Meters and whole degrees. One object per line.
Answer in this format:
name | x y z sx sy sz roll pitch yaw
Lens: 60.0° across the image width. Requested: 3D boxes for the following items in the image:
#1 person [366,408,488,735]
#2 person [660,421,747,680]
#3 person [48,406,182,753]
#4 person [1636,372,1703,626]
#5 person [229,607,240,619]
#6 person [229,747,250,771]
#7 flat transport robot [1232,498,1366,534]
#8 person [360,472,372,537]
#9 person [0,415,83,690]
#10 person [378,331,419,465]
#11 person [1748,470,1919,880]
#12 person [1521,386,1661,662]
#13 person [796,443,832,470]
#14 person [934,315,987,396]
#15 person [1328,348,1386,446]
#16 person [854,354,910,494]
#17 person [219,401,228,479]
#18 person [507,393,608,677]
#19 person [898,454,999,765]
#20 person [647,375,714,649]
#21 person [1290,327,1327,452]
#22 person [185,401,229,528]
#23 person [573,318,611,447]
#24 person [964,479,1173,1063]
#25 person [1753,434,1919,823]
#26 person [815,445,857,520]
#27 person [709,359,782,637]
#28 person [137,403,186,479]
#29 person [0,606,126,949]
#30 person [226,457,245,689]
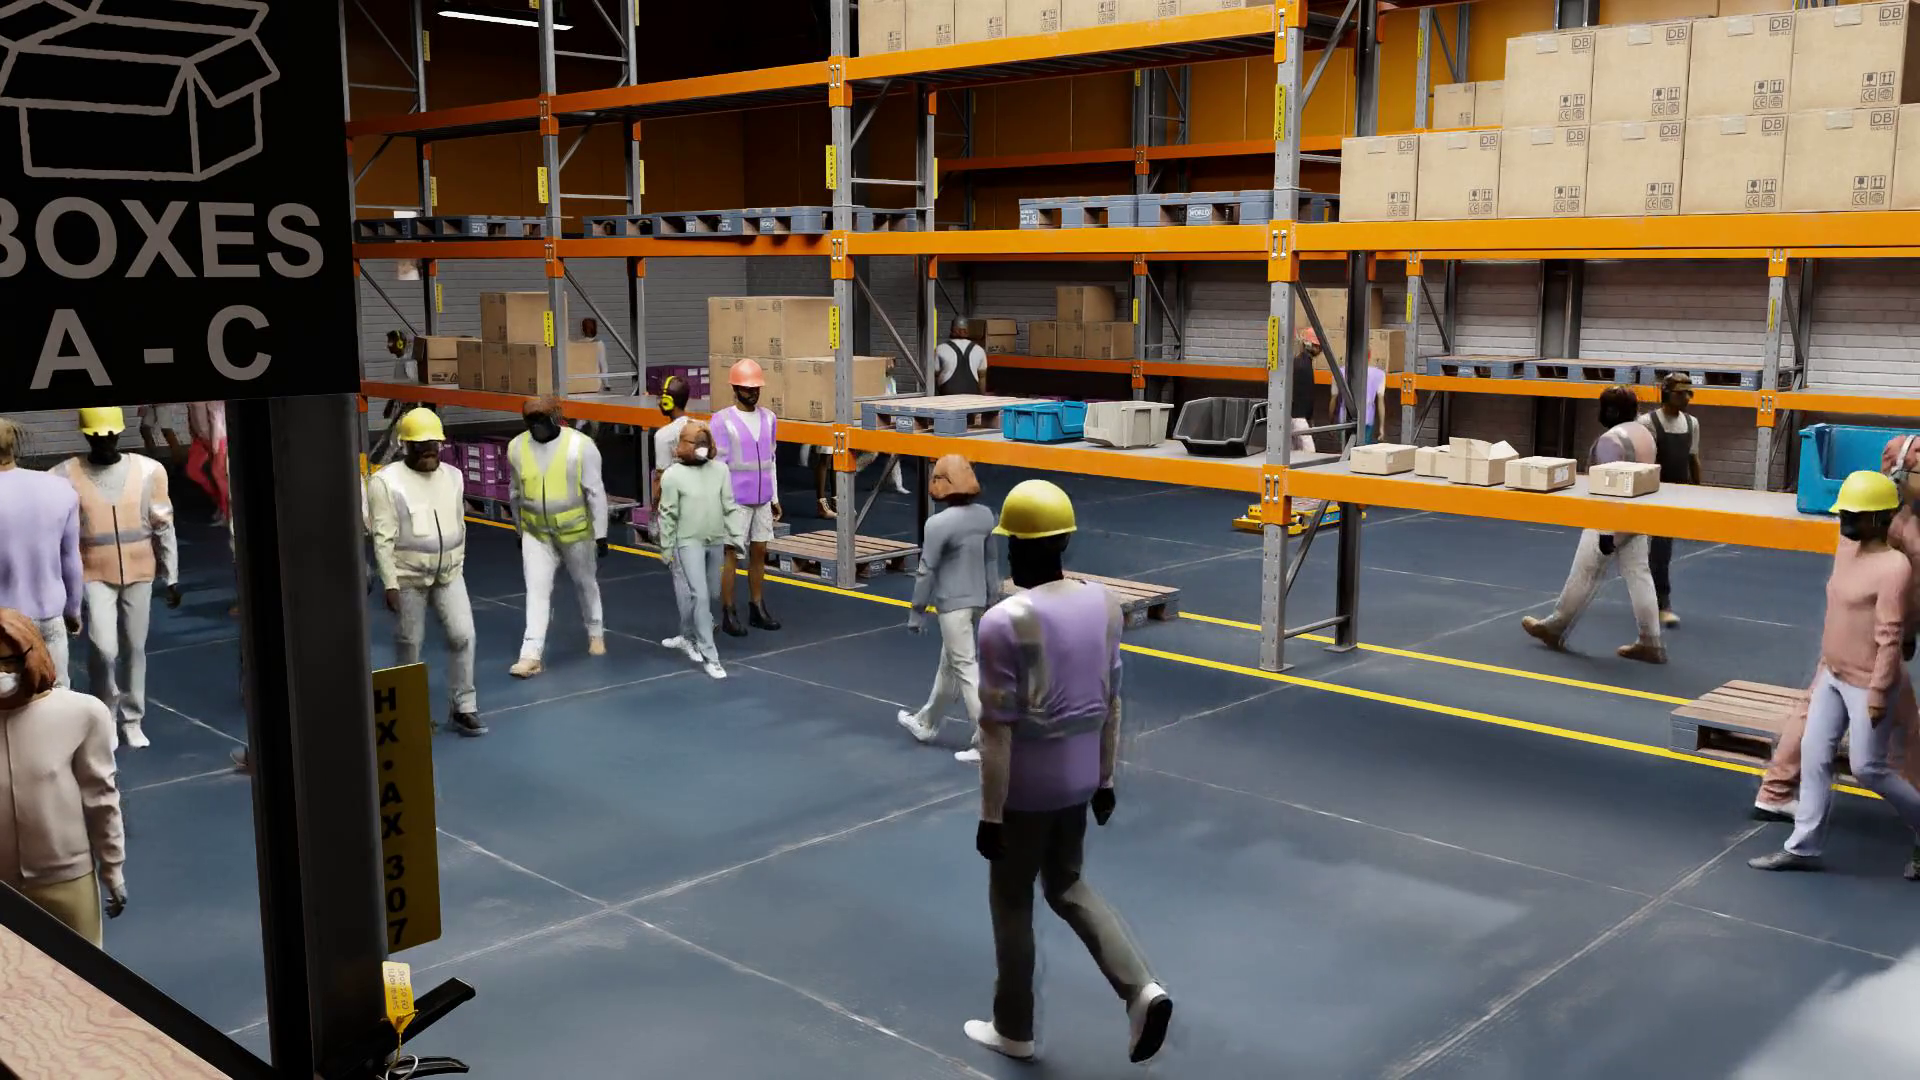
person | -2.868 0.196 9.023 0.598 1.808 0.690 -9 13 -43
person | -1.654 0.035 10.602 0.505 1.605 0.725 -8 12 -41
person | -4.454 0.190 8.784 0.588 1.905 0.499 -7 12 -38
person | 5.126 -0.286 11.948 0.542 1.817 0.747 -3 10 -17
person | -5.046 -0.356 12.148 0.835 1.884 0.752 -1 9 -7
person | -3.351 0.292 8.323 0.915 1.844 0.614 4 10 23
flat transport robot | 3.385 -0.262 16.528 0.652 0.197 1.431 9 13 43
person | -4.156 -0.124 10.700 0.715 1.900 0.493 -4 10 -23
person | -4.286 0.372 7.628 0.765 1.916 0.636 7 11 36
person | -6.765 -1.604 20.029 1.007 1.811 0.531 -4 10 -22
person | 3.772 0.575 6.912 0.741 1.741 0.533 0 9 1
person | 4.265 -0.122 11.011 0.657 1.789 0.959 -8 12 -40
person | -1.810 -1.689 21.217 0.524 1.600 0.858 -6 11 -35
person | -0.014 -1.852 20.867 0.684 2.000 1.008 -3 10 -16
person | 4.272 -1.250 17.949 0.573 1.794 0.979 1 9 4
person | -0.958 -1.323 18.965 0.744 1.604 0.552 5 11 29
person | -7.678 -1.283 17.507 0.609 1.988 1.056 -6 11 -31
person | -2.567 -0.060 10.707 0.698 1.782 0.979 1 9 4
person | -0.096 0.350 8.691 0.801 1.592 0.523 7 12 37
person | -1.893 -0.177 11.157 0.392 1.854 0.541 5 11 29
person | 3.764 -1.324 17.965 0.966 1.931 0.646 3 10 16
person | -7.483 -0.987 16.474 0.584 1.740 0.412 6 11 31
person | -5.278 -2.234 23.735 0.580 1.869 0.476 6 11 33
person | 0.327 0.765 5.254 0.591 1.910 0.659 -9 13 -44
person | 4.096 0.446 7.377 1.001 1.840 0.770 6 11 31
person | -1.275 -1.232 17.053 0.381 2.045 0.605 6 11 33
person | -1.478 -0.299 11.660 0.553 1.935 0.362 -9 13 -42
person | -9.820 -1.671 20.186 0.722 1.905 0.569 -5 11 -29
person | -2.655 0.985 4.739 0.497 1.627 0.270 -4 10 -25
person | -3.876 0.057 9.472 0.626 1.948 1.010 -8 12 -42
